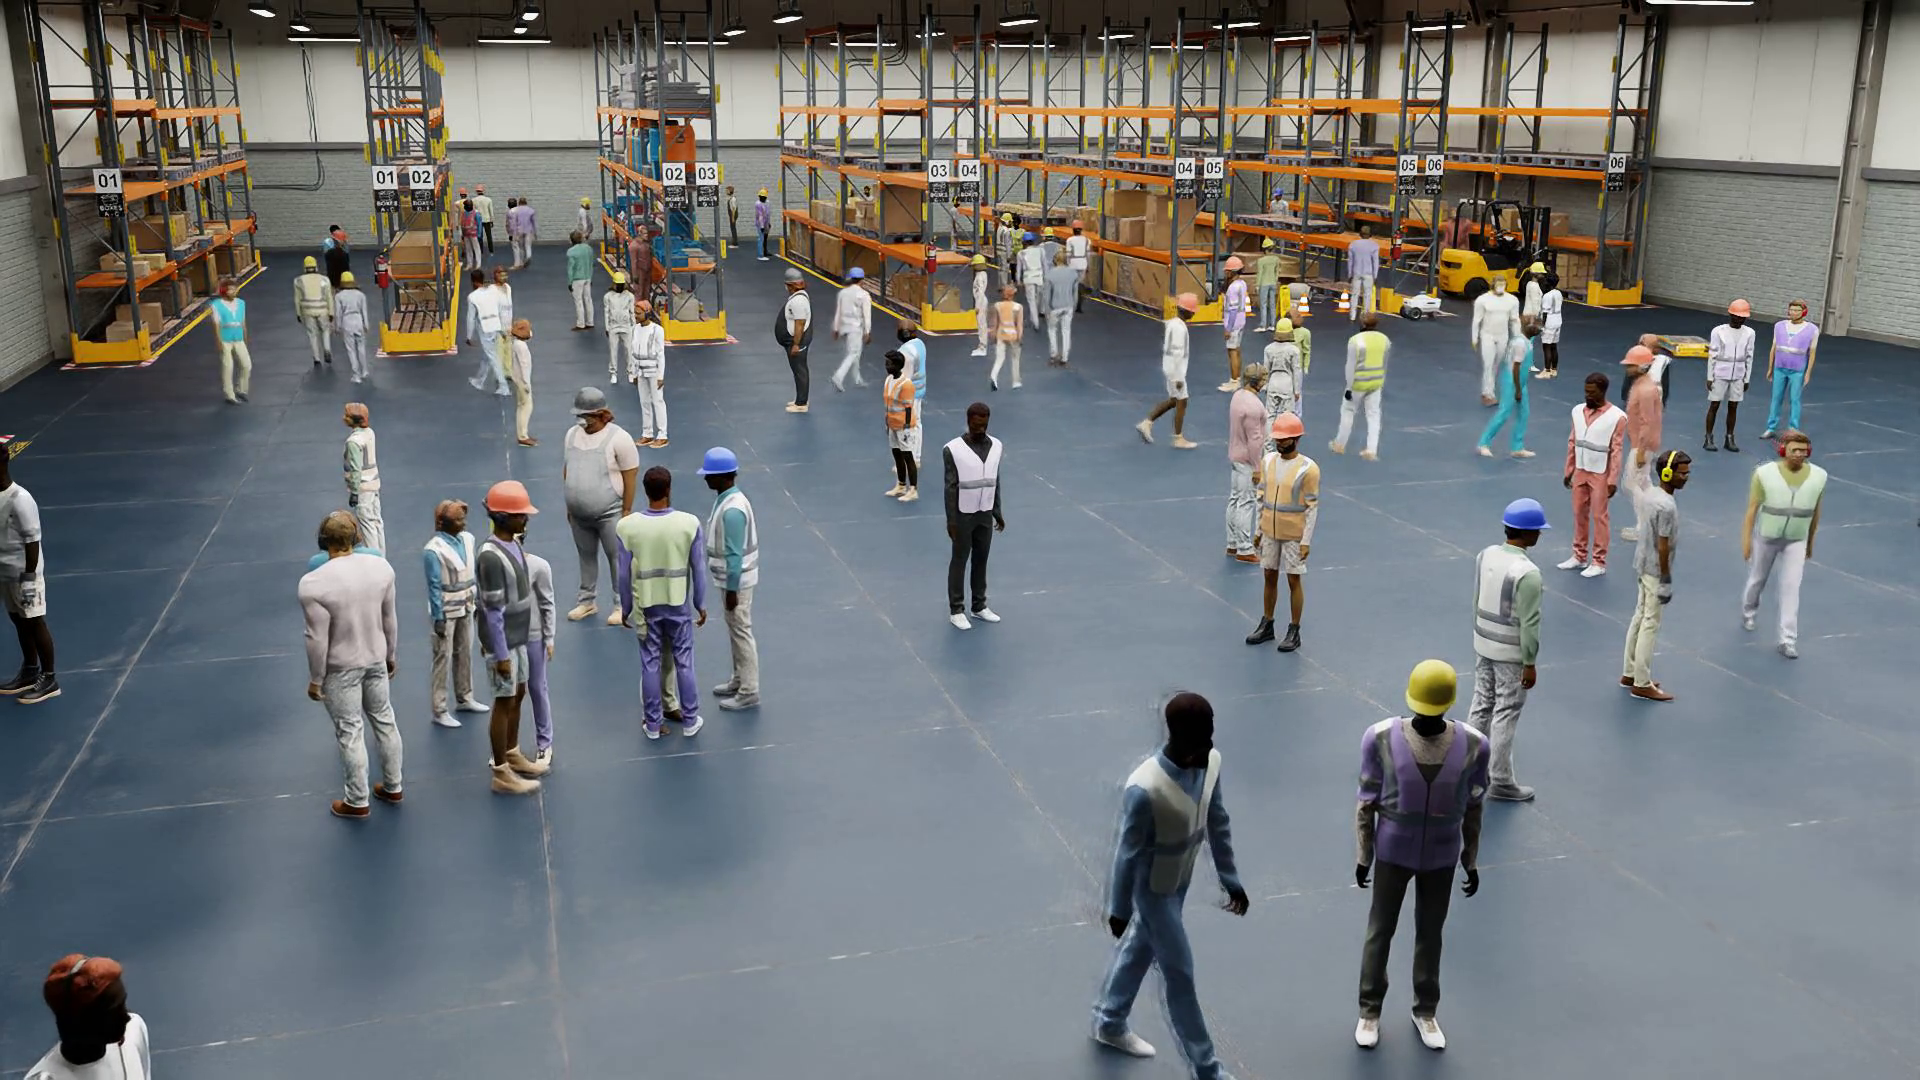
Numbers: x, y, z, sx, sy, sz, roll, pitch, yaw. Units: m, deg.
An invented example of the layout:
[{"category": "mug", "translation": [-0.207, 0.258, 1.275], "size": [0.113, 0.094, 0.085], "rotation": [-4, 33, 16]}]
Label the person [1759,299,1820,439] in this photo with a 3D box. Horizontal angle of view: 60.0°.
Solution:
[{"category": "person", "translation": [10.784, -2.200, 21.587], "size": [0.390, 1.846, 0.565], "rotation": [-13, 20, -41]}]

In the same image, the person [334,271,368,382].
[{"category": "person", "translation": [-9.585, -3.353, 26.179], "size": [0.489, 1.721, 0.576], "rotation": [-12, 19, -37]}]

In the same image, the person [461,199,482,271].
[{"category": "person", "translation": [-12.570, -7.823, 42.765], "size": [0.623, 1.840, 0.430], "rotation": [8, 17, 26]}]

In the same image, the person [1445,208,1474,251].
[{"category": "person", "translation": [11.683, -6.819, 38.930], "size": [0.747, 1.871, 0.461], "rotation": [13, 20, 41]}]

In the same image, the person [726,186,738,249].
[{"category": "person", "translation": [-6.754, -9.572, 49.354], "size": [0.337, 1.838, 0.509], "rotation": [-3, 15, -11]}]

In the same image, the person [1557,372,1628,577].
[{"category": "person", "translation": [5.919, -0.622, 15.537], "size": [0.402, 1.910, 0.598], "rotation": [-8, 17, -28]}]

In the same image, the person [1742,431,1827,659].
[{"category": "person", "translation": [6.660, -0.032, 13.533], "size": [0.582, 1.801, 0.965], "rotation": [3, 15, 10]}]

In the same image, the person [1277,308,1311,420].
[{"category": "person", "translation": [4.468, -2.326, 22.468], "size": [0.507, 1.632, 0.282], "rotation": [9, 17, 30]}]

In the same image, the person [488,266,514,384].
[{"category": "person", "translation": [-7.173, -3.362, 25.995], "size": [0.401, 1.831, 0.571], "rotation": [4, 15, 16]}]

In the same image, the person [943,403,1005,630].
[{"category": "person", "translation": [0.111, -0.221, 14.014], "size": [0.588, 1.913, 0.391], "rotation": [-11, 19, -37]}]

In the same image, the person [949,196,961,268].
[{"category": "person", "translation": [-0.118, -8.123, 43.846], "size": [0.326, 1.865, 0.519], "rotation": [0, 15, -1]}]

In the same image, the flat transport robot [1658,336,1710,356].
[{"category": "flat transport robot", "translation": [12.749, -3.419, 29.192], "size": [0.652, 0.197, 1.431], "rotation": [2, 15, 9]}]

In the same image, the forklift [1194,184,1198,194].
[{"category": "forklift", "translation": [7.392, -11.333, 53.972], "size": [1.873, 2.768, 1.129], "rotation": [-4, 15, -15]}]

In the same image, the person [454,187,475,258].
[{"category": "person", "translation": [-13.833, -8.871, 46.515], "size": [0.545, 1.938, 0.362], "rotation": [-6, 16, -21]}]

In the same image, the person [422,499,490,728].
[{"category": "person", "translation": [-3.592, 0.505, 11.816], "size": [0.314, 1.637, 0.523], "rotation": [5, 16, 20]}]

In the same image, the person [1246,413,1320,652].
[{"category": "person", "translation": [2.597, -0.065, 13.381], "size": [0.545, 1.938, 0.359], "rotation": [13, 20, 41]}]

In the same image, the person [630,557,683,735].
[{"category": "person", "translation": [-2.107, 0.555, 11.649], "size": [0.283, 1.624, 0.508], "rotation": [7, 16, 25]}]

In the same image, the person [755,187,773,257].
[{"category": "person", "translation": [-5.505, -8.937, 46.794], "size": [0.392, 1.929, 0.545], "rotation": [10, 18, 33]}]

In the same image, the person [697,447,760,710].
[{"category": "person", "translation": [-1.676, 0.272, 12.121], "size": [0.420, 1.937, 0.609], "rotation": [-4, 15, -14]}]

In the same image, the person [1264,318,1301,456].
[{"category": "person", "translation": [3.971, -1.861, 20.507], "size": [0.487, 1.746, 0.288], "rotation": [10, 18, 34]}]

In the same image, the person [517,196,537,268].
[{"category": "person", "translation": [-11.364, -8.025, 43.442], "size": [0.641, 1.899, 0.804], "rotation": [-4, 15, -15]}]

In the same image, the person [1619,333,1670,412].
[{"category": "person", "translation": [8.229, -1.696, 20.108], "size": [0.547, 1.612, 0.650], "rotation": [-2, 15, -6]}]

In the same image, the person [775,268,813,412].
[{"category": "person", "translation": [-2.364, -2.846, 23.646], "size": [0.537, 2.000, 0.688], "rotation": [0, 15, 0]}]

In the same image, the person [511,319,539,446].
[{"category": "person", "translation": [-5.606, -2.026, 21.364], "size": [0.279, 1.624, 0.500], "rotation": [-6, 16, -20]}]

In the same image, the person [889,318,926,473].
[{"category": "person", "translation": [-0.625, -1.718, 19.784], "size": [0.429, 1.845, 0.627], "rotation": [3, 15, 13]}]

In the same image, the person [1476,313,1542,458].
[{"category": "person", "translation": [6.803, -1.908, 20.590], "size": [0.692, 1.812, 0.530], "rotation": [9, 17, 31]}]

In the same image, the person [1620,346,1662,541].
[{"category": "person", "translation": [6.838, -0.970, 16.759], "size": [0.524, 1.965, 0.622], "rotation": [6, 16, 21]}]

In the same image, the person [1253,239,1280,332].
[{"category": "person", "translation": [5.840, -4.841, 31.682], "size": [0.523, 1.769, 0.310], "rotation": [-9, 17, -31]}]

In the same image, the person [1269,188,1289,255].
[{"category": "person", "translation": [8.787, -8.730, 45.965], "size": [0.608, 1.946, 0.406], "rotation": [14, 20, 42]}]

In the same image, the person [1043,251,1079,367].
[{"category": "person", "translation": [1.671, -3.842, 27.660], "size": [0.633, 1.907, 0.593], "rotation": [-3, 15, -13]}]

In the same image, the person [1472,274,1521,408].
[{"category": "person", "translation": [7.756, -2.866, 23.988], "size": [0.652, 1.892, 0.972], "rotation": [-1, 15, -3]}]

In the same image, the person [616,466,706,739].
[{"category": "person", "translation": [-2.054, 0.441, 11.514], "size": [0.592, 1.916, 0.375], "rotation": [-2, 15, -8]}]

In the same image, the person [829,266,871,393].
[{"category": "person", "translation": [-1.693, -3.162, 25.123], "size": [0.635, 1.901, 0.927], "rotation": [12, 19, 37]}]

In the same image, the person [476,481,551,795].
[{"category": "person", "translation": [-2.843, 0.622, 10.627], "size": [0.437, 2.032, 0.609], "rotation": [0, 15, 0]}]

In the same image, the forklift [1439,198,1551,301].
[{"category": "forklift", "translation": [11.913, -6.508, 37.130], "size": [2.313, 2.155, 1.214], "rotation": [-4, 15, -15]}]

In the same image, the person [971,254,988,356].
[{"category": "person", "translation": [0.339, -4.074, 28.837], "size": [0.292, 1.745, 0.487], "rotation": [1, 15, 5]}]

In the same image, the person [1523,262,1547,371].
[{"category": "person", "translation": [9.378, -3.656, 27.224], "size": [0.312, 1.768, 0.530], "rotation": [2, 15, 7]}]

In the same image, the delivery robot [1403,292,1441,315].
[{"category": "delivery robot", "translation": [9.316, -4.766, 33.540], "size": [0.707, 0.478, 0.477], "rotation": [-3, 15, -10]}]

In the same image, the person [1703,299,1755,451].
[{"category": "person", "translation": [9.689, -2.065, 20.928], "size": [0.543, 1.929, 0.386], "rotation": [1, 15, 4]}]

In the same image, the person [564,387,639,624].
[{"category": "person", "translation": [-3.071, -0.292, 14.036], "size": [0.678, 2.000, 0.536], "rotation": [6, 16, 22]}]
